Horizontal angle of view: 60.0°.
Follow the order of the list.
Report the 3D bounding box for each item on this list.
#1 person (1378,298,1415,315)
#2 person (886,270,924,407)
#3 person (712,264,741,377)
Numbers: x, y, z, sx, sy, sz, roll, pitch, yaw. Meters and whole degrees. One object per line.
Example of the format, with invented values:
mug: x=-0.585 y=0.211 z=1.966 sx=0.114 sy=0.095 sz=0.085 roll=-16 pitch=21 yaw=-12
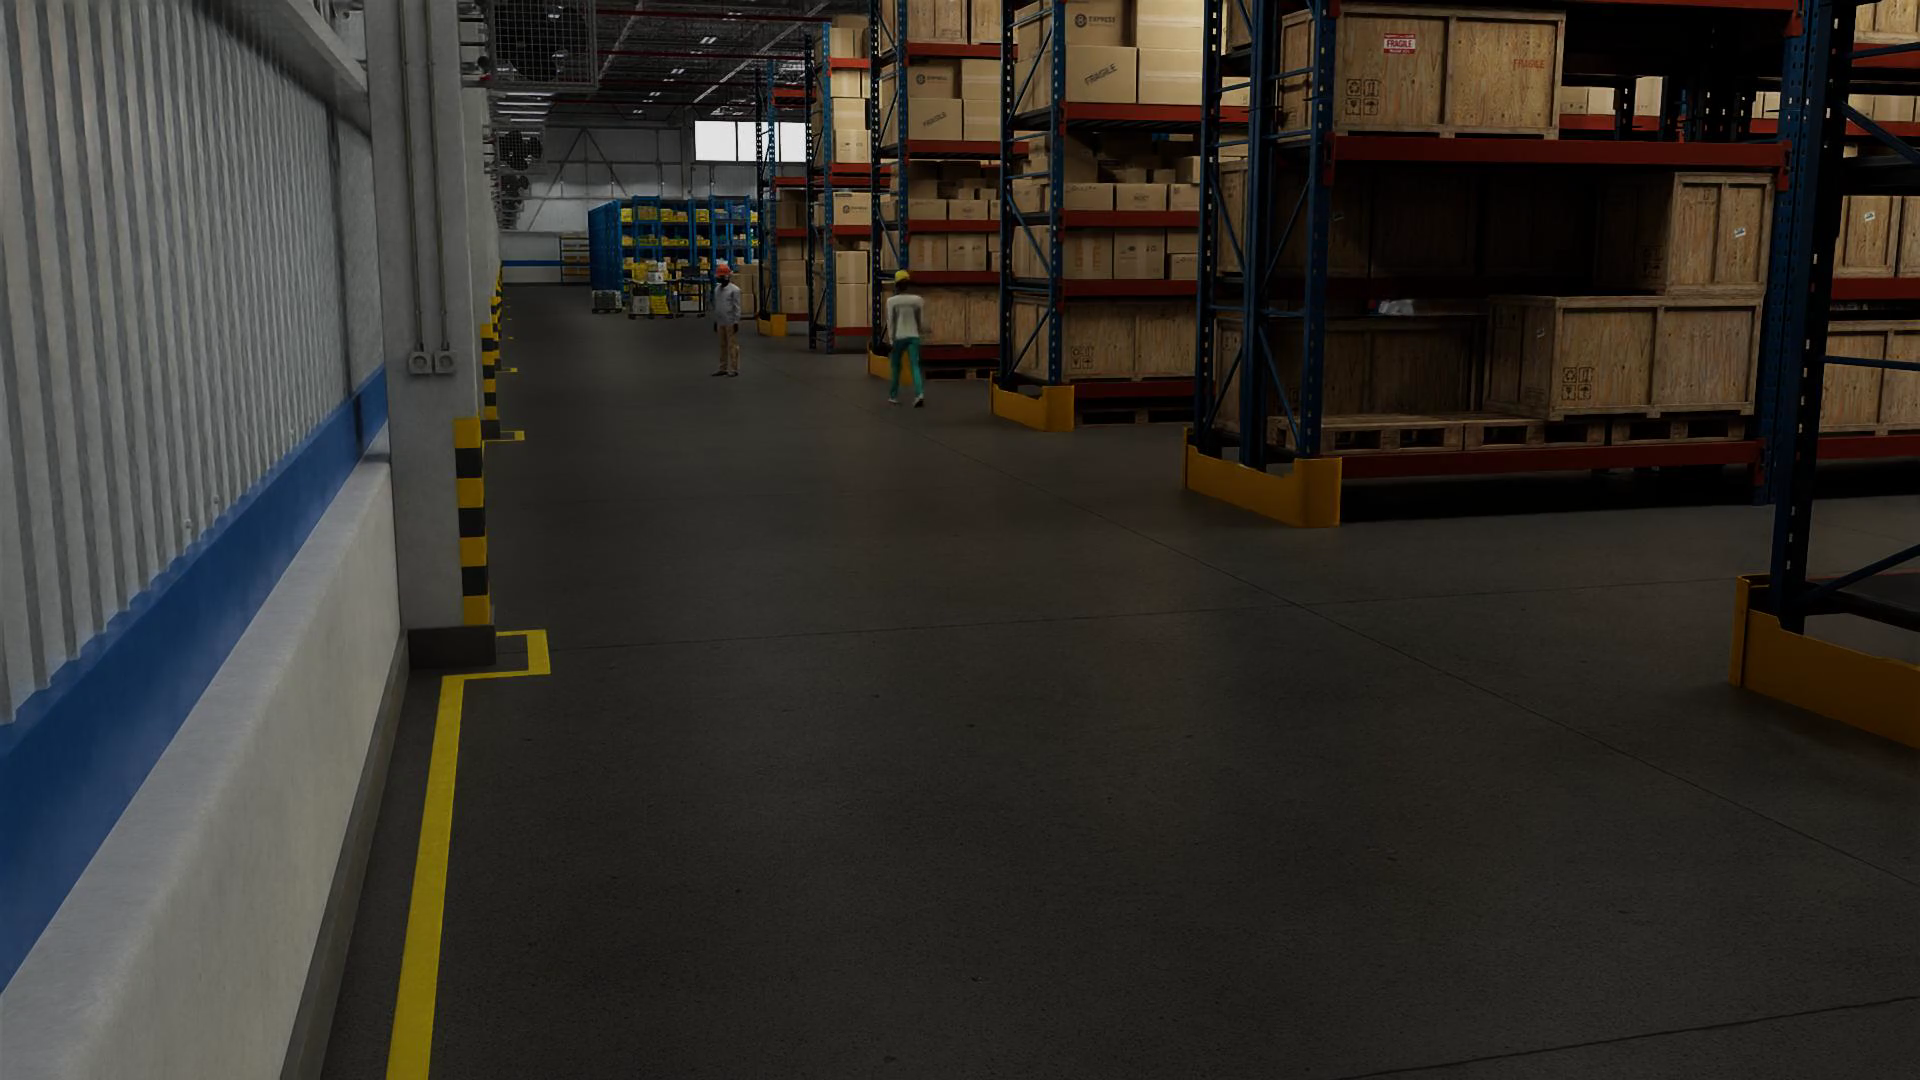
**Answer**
person: x=4.623 y=-1.985 z=17.645 sx=0.705 sy=1.808 sz=0.603 roll=-1 pitch=10 yaw=-6
person: x=-0.678 y=-2.559 z=21.126 sx=0.523 sy=1.729 sz=0.870 roll=-4 pitch=11 yaw=-19
person: x=-3.640 y=-3.396 z=25.817 sx=0.563 sy=1.742 sz=0.338 roll=9 pitch=13 yaw=40
